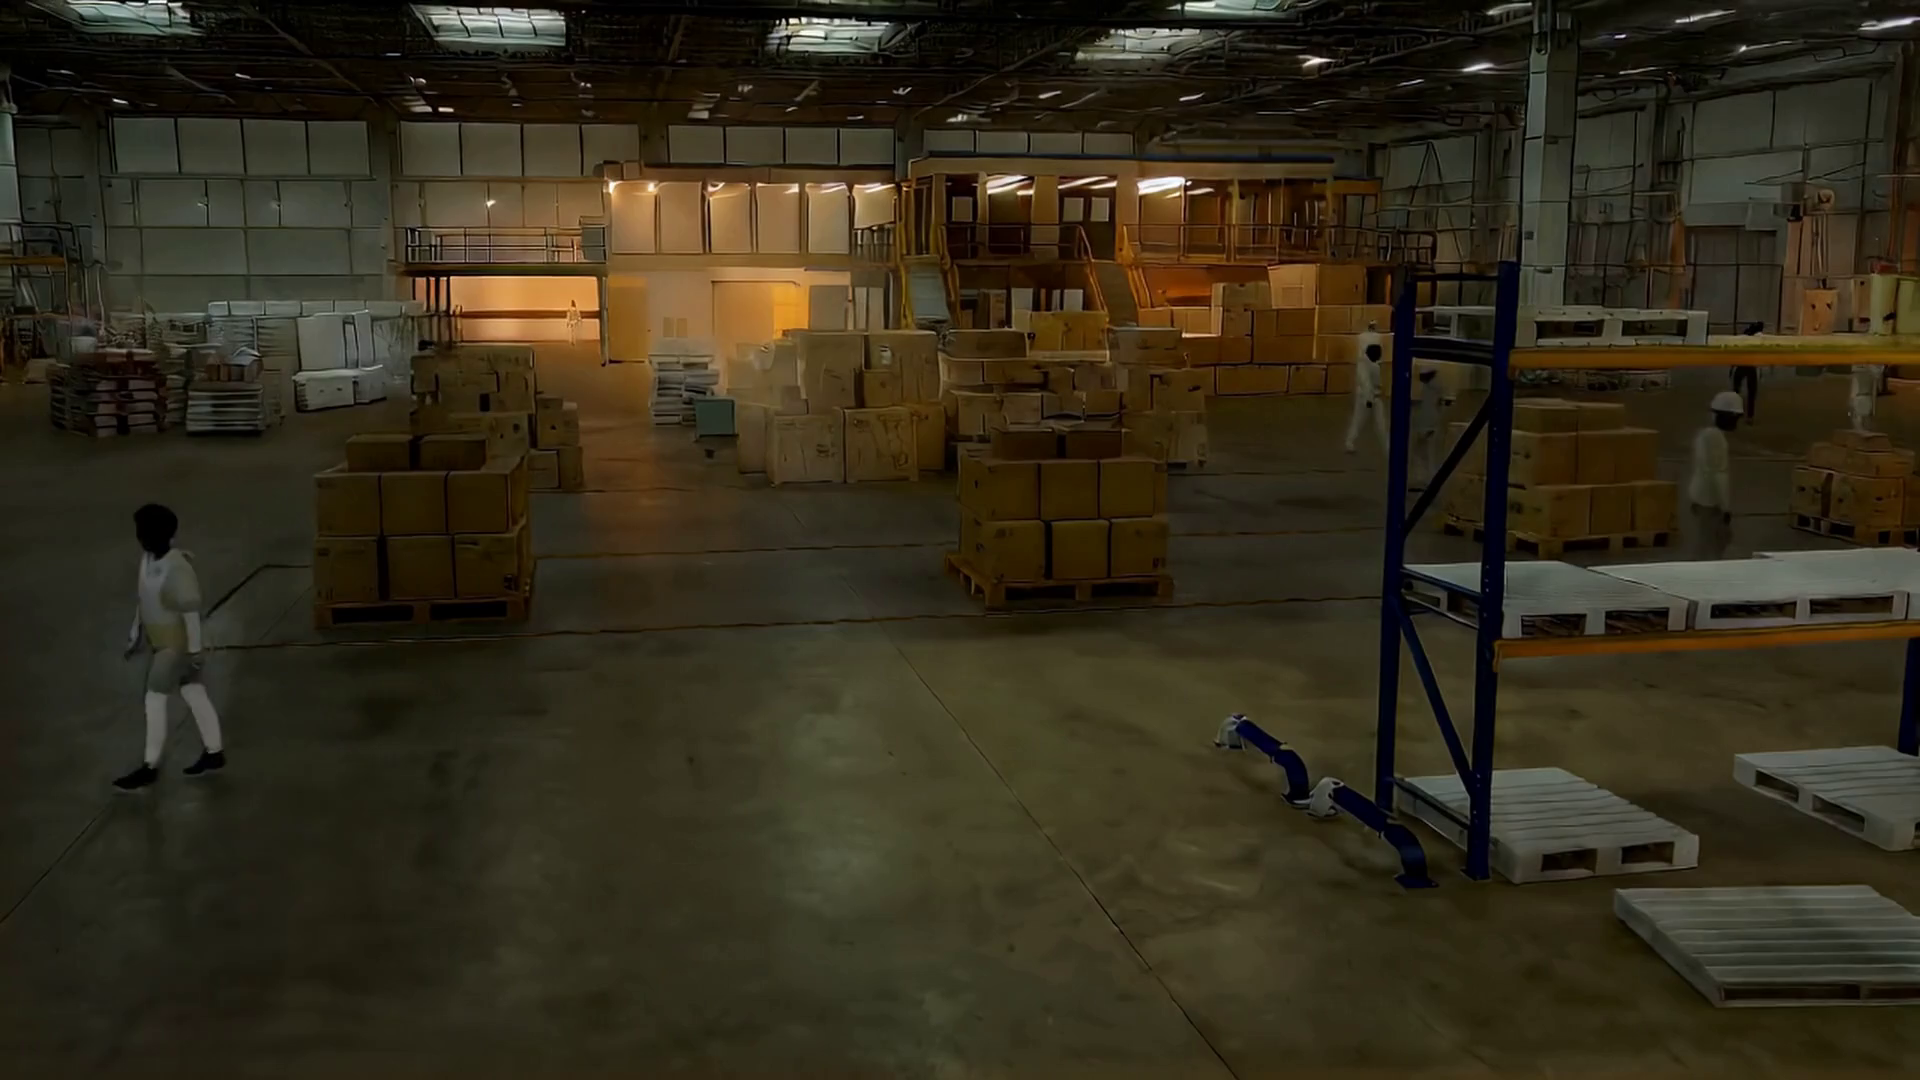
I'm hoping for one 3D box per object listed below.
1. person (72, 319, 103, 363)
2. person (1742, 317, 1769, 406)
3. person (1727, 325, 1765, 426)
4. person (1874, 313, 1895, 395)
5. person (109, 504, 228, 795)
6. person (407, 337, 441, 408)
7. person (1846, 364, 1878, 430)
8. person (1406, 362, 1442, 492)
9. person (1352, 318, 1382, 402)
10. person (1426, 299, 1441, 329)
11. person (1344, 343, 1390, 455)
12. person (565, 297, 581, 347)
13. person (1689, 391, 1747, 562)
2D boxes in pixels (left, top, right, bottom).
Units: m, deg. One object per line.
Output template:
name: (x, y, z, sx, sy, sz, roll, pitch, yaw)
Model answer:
person: (-16.784, -3.273, 32.259, 0.647, 1.990, 1.010, 2, 10, 13)
person: (17.173, -3.843, 35.934, 0.623, 1.926, 0.606, 6, 11, 33)
person: (14.882, -3.111, 31.517, 0.643, 1.922, 0.438, 4, 10, 21)
person: (21.806, -4.385, 39.217, 0.379, 1.938, 0.547, -3, 10, -18)
person: (-4.616, 0.616, 9.542, 0.783, 1.660, 0.550, -7, 12, -37)
person: (-8.973, -2.469, 27.804, 0.563, 1.849, 0.455, -6, 11, -31)
person: (13.763, -2.023, 25.447, 0.511, 1.730, 0.359, -3, 10, -15)
person: (6.182, -1.507, 22.287, 0.533, 1.742, 0.743, -5, 10, -26)
person: (9.075, -3.958, 36.806, 0.977, 1.873, 0.600, -9, 13, -43)
person: (18.031, -8.401, 63.666, 0.643, 1.940, 1.004, 0, 9, 3)
person: (6.587, -2.232, 26.528, 0.949, 1.792, 0.640, 7, 12, 36)
person: (-14.643, -8.247, 62.926, 0.574, 1.884, 0.356, -2, 10, -14)
person: (6.777, -0.374, 14.844, 0.572, 1.904, 0.617, 2, 10, 12)
